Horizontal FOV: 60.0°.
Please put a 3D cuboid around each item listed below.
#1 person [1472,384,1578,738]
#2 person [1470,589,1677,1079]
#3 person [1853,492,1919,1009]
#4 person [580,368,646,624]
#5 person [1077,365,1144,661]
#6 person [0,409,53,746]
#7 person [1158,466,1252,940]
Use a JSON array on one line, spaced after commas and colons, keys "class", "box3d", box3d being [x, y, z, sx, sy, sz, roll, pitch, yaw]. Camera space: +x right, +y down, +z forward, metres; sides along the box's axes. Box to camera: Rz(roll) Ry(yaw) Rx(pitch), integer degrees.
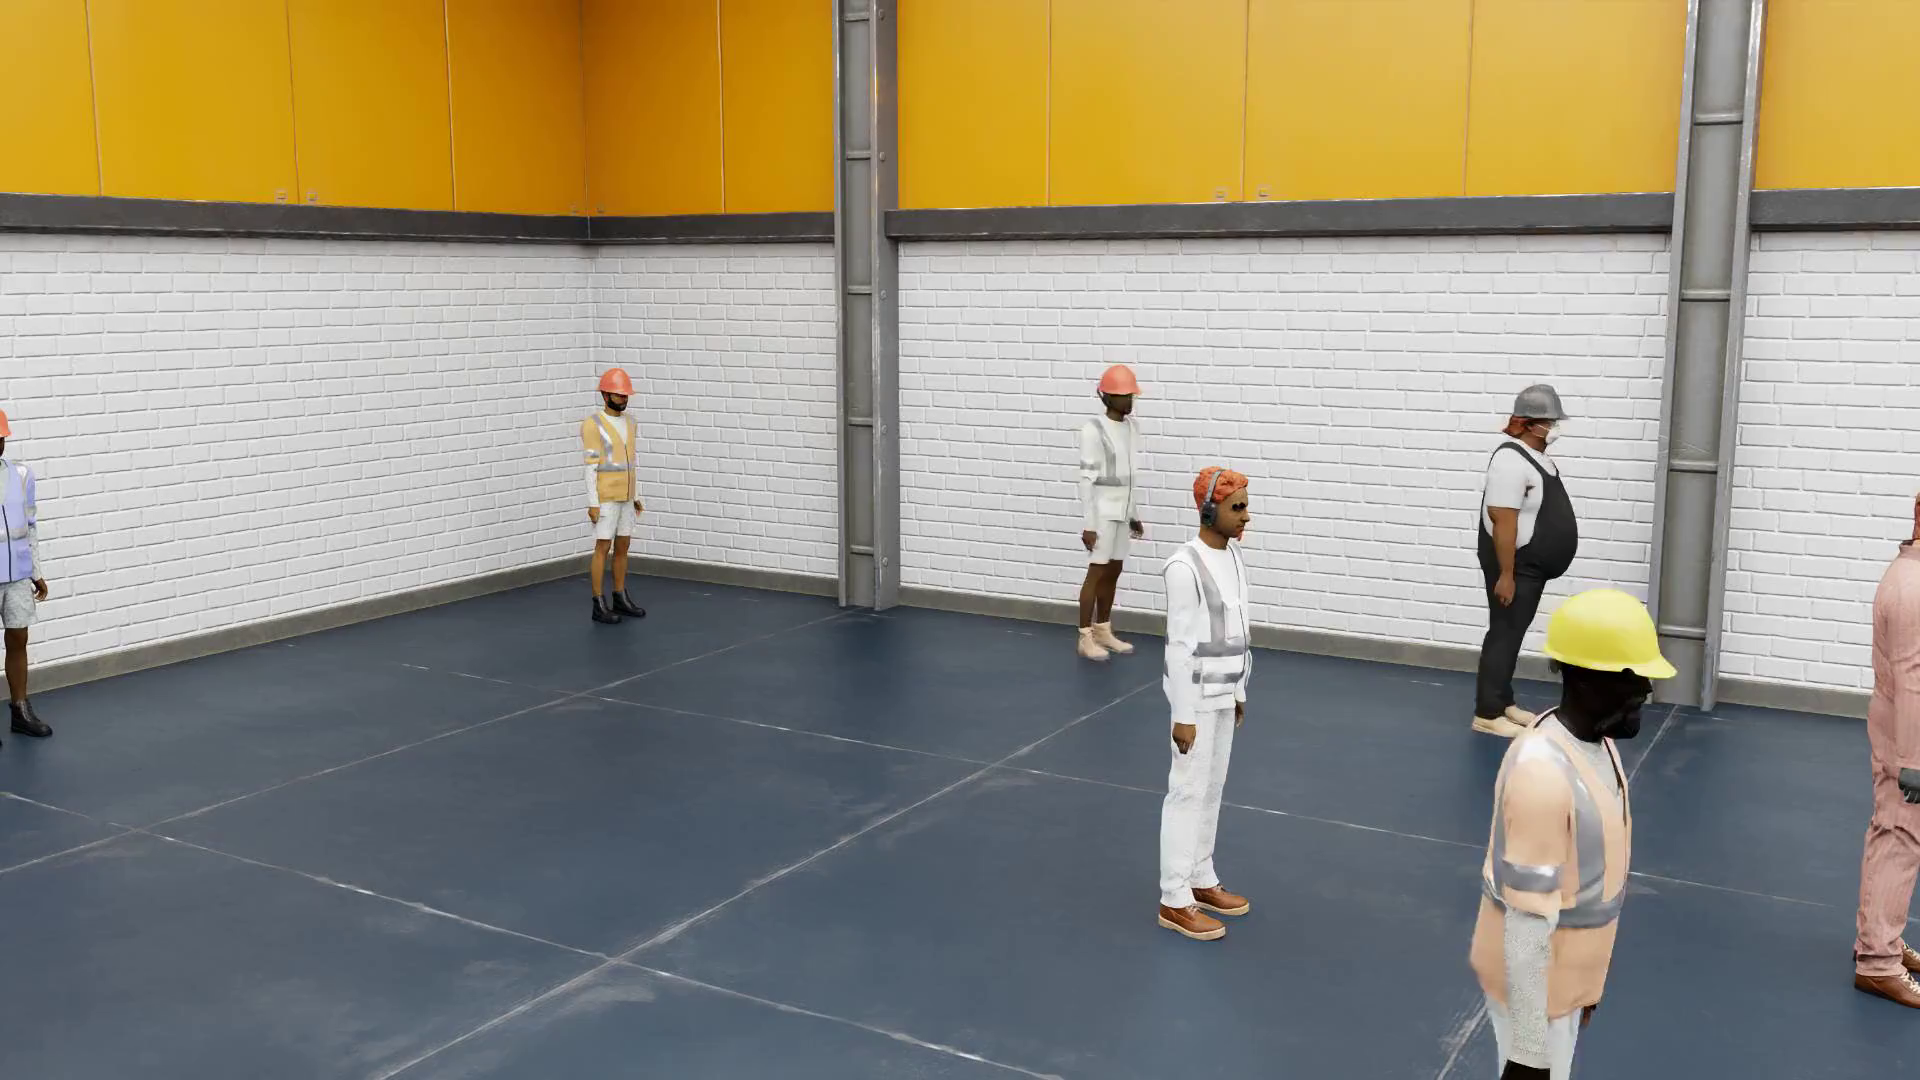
[{"class": "person", "box3d": [3.260, 0.105, 9.567, 0.543, 2.000, 0.698, 5, 10, 29]}, {"class": "person", "box3d": [1.464, 1.060, 4.049, 0.454, 1.912, 0.617, 5, 10, 29]}, {"class": "person", "box3d": [3.530, 0.730, 6.084, 0.403, 1.906, 0.651, 5, 11, 30]}, {"class": "person", "box3d": [-2.612, -0.339, 12.666, 0.378, 1.932, 0.551, 5, 11, 30]}, {"class": "person", "box3d": [1.059, -0.184, 11.440, 0.466, 2.028, 0.647, 7, 12, 39]}, {"class": "person", "box3d": [-5.400, 0.193, 9.341, 0.373, 1.934, 0.551, 5, 11, 30]}, {"class": "person", "box3d": [0.996, 0.641, 6.711, 0.337, 1.882, 0.584, 5, 11, 30]}]
